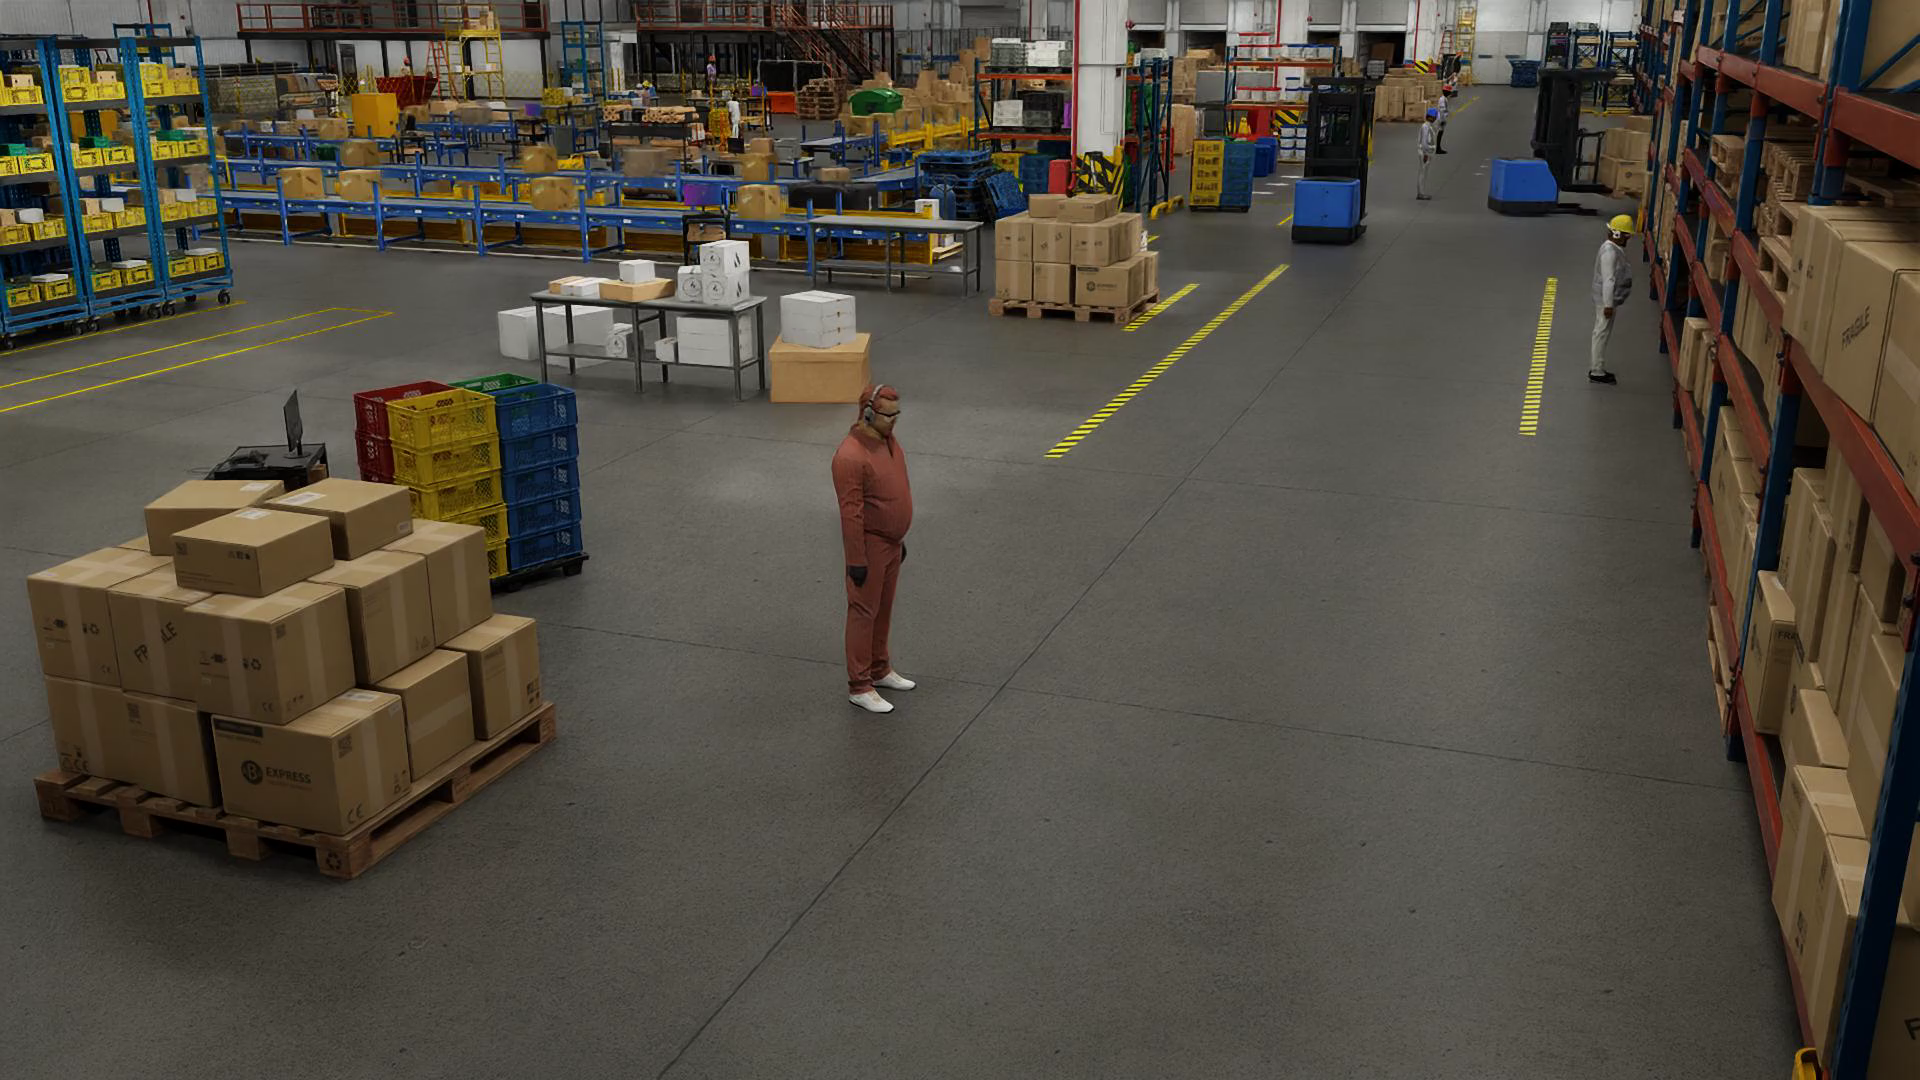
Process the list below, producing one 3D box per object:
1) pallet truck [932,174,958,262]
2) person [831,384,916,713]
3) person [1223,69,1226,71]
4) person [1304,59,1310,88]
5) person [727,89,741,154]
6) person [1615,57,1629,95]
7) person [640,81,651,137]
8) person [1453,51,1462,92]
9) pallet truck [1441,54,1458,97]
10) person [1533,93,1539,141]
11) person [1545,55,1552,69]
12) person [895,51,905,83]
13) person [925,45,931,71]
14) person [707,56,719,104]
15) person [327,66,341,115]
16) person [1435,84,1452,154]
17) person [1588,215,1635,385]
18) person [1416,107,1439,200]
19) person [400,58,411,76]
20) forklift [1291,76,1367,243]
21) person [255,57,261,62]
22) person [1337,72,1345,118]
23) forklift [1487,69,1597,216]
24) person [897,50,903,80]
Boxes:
[{"bbox_3d":[-0.507,-5.292,27.348,0.653,1.274,1.630,6,19,19],"label":"pallet truck"},{"bbox_3d":[-0.474,0.035,9.634,0.409,1.904,0.640,6,19,19],"label":"person"},{"bbox_3d":[9.489,-15.921,59.715,0.373,1.936,0.629,6,19,19],"label":"person"},{"bbox_3d":[17.723,-24.112,85.576,0.570,1.869,1.030,-17,24,-42],"label":"person"},{"bbox_3d":[-6.187,-11.426,45.710,0.329,1.865,0.508,6,19,19],"label":"person"},{"bbox_3d":[31.972,-22.300,79.981,0.516,1.794,0.936,-14,22,-37],"label":"person"},{"bbox_3d":[-10.159,-13.973,53.880,0.320,1.763,0.522,6,19,19],"label":"person"},{"bbox_3d":[24.716,-23.265,82.703,0.387,1.989,0.608,6,19,19],"label":"person"},{"bbox_3d":[22.765,-21.886,78.355,0.823,1.965,1.885,-4,18,-14],"label":"pallet truck"},{"bbox_3d":[17.328,-12.713,49.684,0.388,1.913,0.606,6,19,19],"label":"person"},{"bbox_3d":[28.276,-22.336,79.979,0.329,1.872,0.508,6,19,19],"label":"person"},{"bbox_3d":[-3.524,-26.784,94.170,0.870,1.723,0.553,-2,18,-5],"label":"person"},{"bbox_3d":[-1.872,-28.816,100.242,0.366,1.931,0.542,6,19,19],"label":"person"},{"bbox_3d":[-10.769,-20.036,72.470,0.374,2.044,0.606,6,19,19],"label":"person"},{"bbox_3d":[-24.369,-17.484,64.714,0.356,1.883,0.573,6,19,19],"label":"person"},{"bbox_3d":[13.761,-11.972,47.317,0.366,1.931,0.542,6,19,19],"label":"person"},{"bbox_3d":[7.073,-2.616,18.089,0.403,1.825,0.586,6,19,19],"label":"person"},{"bbox_3d":[10.041,-8.308,35.787,0.395,1.941,0.601,6,19,19],"label":"person"},{"bbox_3d":[-24.443,-20.332,73.583,0.366,1.931,0.542,6,19,19],"label":"person"},{"bbox_3d":[6.598,-6.755,29.381,1.129,2.768,1.873,6,19,19],"label":"forklift"},{"bbox_3d":[-31.365,-20.626,74.513,0.366,1.927,0.585,6,19,19],"label":"person"},{"bbox_3d":[14.446,-16.889,63.145,0.319,1.696,0.532,6,19,19],"label":"person"},{"bbox_3d":[11.630,-7.882,32.923,1.873,2.768,1.129,0,18,0],"label":"forklift"},{"bbox_3d":[-3.533,-28.098,98.364,0.319,1.696,0.532,6,19,19],"label":"person"}]
